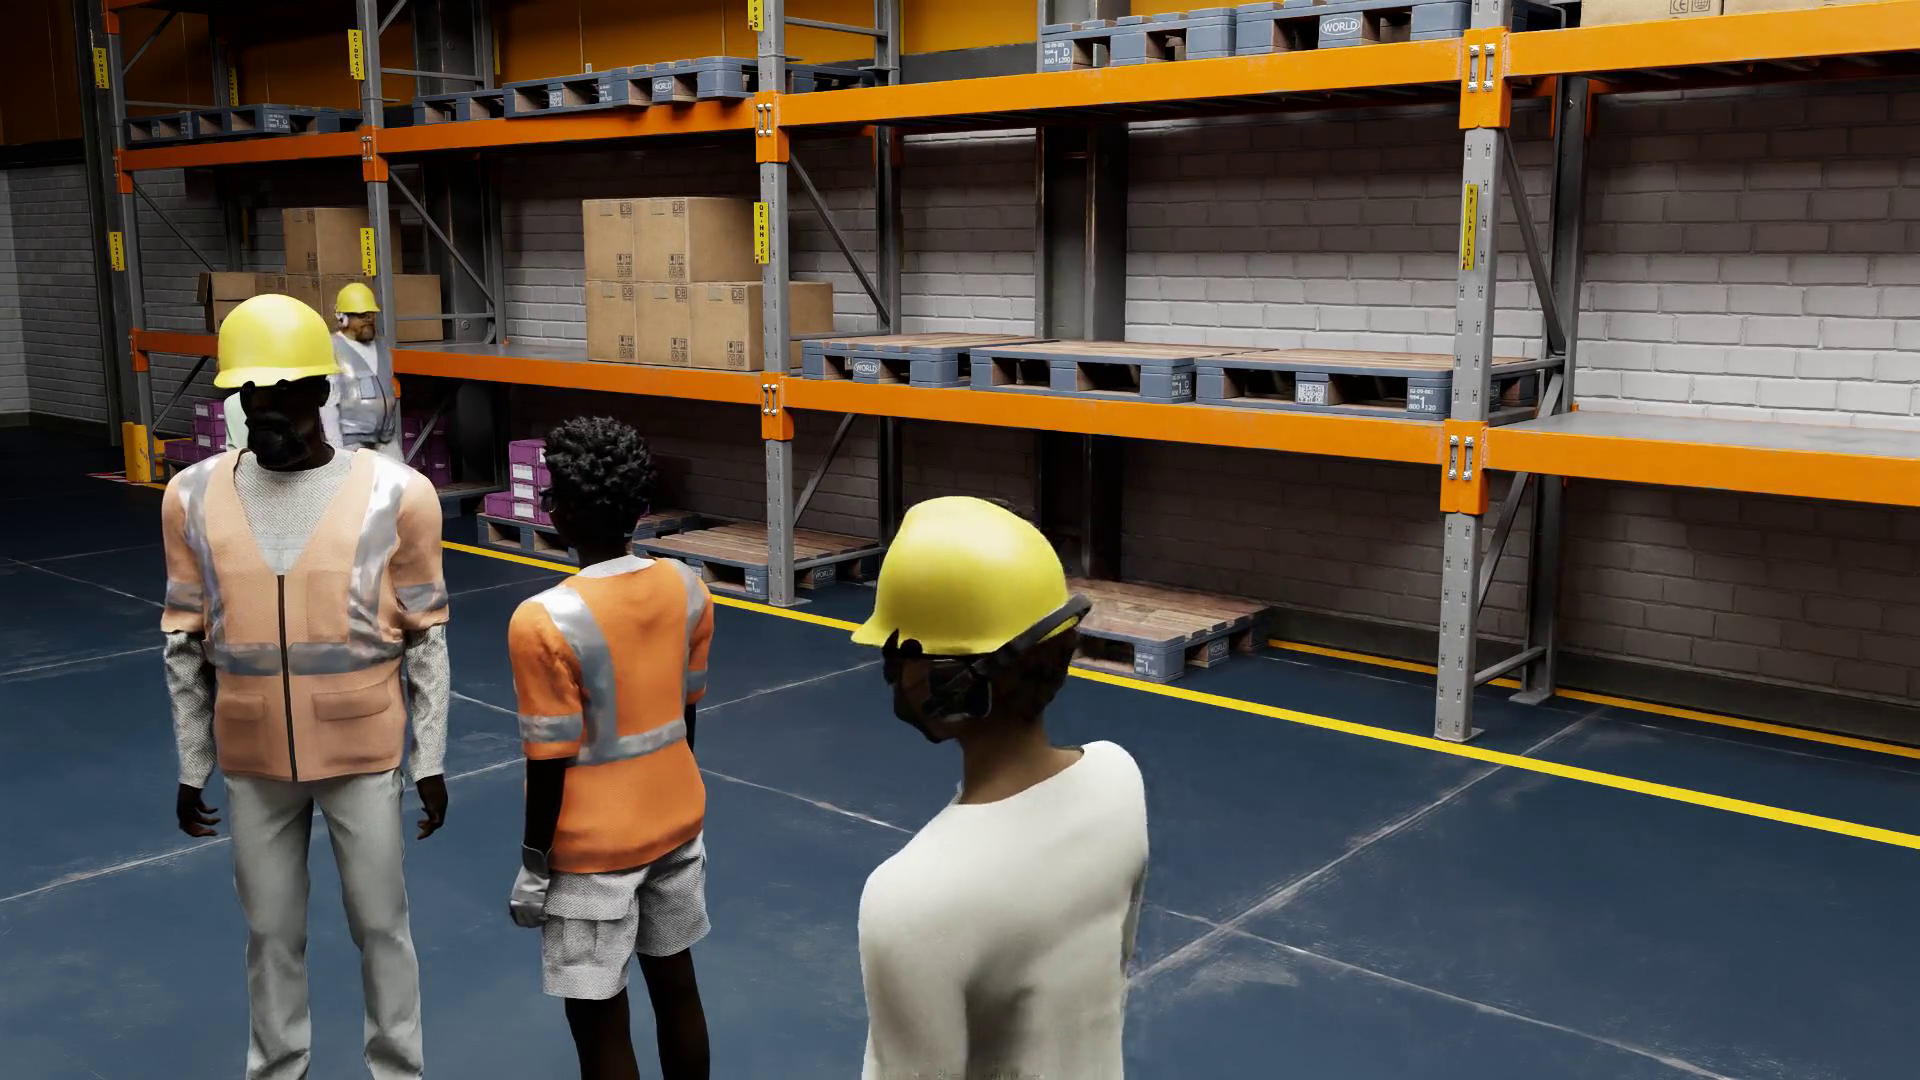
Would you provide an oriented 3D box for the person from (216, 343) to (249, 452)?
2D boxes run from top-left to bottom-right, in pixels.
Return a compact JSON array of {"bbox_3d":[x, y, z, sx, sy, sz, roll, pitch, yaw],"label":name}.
[{"bbox_3d":[-3.407,-0.196,8.090,0.288,1.626,0.497,0,10,2],"label":"person"}]

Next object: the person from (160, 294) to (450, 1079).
[{"bbox_3d":[-1.395,0.445,3.573,0.592,1.926,0.366,-1,10,-5],"label":"person"}]

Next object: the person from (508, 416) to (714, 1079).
[{"bbox_3d":[-0.700,0.598,3.357,0.319,1.696,0.532,5,11,27],"label":"person"}]

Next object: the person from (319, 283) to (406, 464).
[{"bbox_3d":[-3.582,-0.637,10.044,0.496,1.811,0.616,5,11,27],"label":"person"}]

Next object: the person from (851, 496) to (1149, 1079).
[{"bbox_3d":[0.100,0.814,1.959,0.691,1.745,0.533,8,13,38],"label":"person"}]
